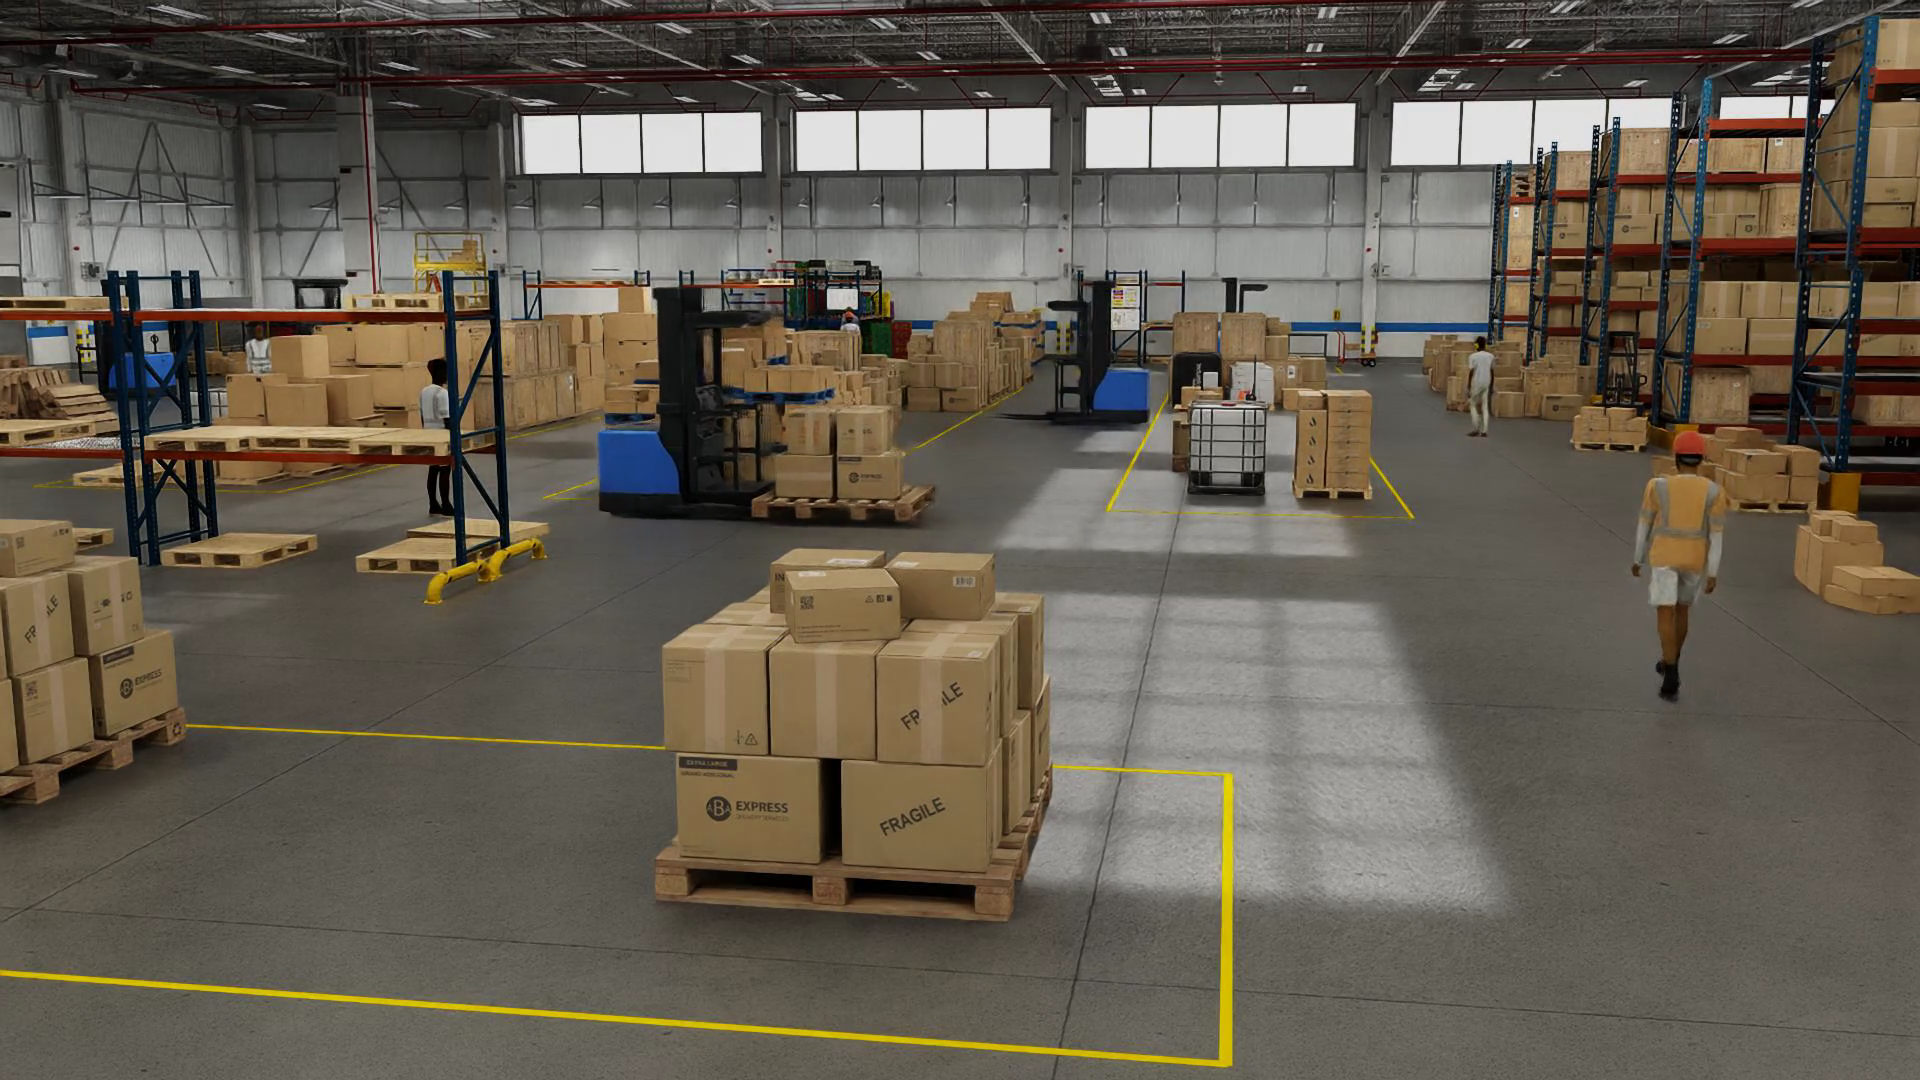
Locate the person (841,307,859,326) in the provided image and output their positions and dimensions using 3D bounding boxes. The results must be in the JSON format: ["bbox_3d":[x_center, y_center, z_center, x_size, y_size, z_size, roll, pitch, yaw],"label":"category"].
[{"bbox_3d":[-3.420,-6.265,51.492,0.621,1.932,0.381,-7,11,-36],"label":"person"}]

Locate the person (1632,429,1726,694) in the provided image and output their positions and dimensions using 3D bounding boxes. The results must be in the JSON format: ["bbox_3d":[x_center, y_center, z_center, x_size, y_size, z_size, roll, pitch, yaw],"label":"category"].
[{"bbox_3d":[5.210,0.155,12.025,0.551,1.903,0.968,2,9,12],"label":"person"}]

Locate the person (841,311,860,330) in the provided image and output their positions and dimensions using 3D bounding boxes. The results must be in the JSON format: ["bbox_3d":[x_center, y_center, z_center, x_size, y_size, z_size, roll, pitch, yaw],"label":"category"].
[{"bbox_3d":[-2.981,-5.225,45.081,0.557,1.928,0.405,-3,10,-19],"label":"person"}]

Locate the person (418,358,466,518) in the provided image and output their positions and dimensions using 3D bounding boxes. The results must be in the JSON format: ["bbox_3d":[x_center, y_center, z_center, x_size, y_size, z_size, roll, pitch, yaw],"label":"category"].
[{"bbox_3d":[-6.383,-1.248,20.419,0.602,1.967,0.366,8,12,42],"label":"person"}]

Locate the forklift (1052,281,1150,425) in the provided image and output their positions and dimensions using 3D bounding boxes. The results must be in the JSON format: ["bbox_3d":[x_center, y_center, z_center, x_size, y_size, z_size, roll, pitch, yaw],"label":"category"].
[{"bbox_3d":[2.811,-3.711,32.801,1.873,2.768,1.129,1,9,9],"label":"forklift"}]

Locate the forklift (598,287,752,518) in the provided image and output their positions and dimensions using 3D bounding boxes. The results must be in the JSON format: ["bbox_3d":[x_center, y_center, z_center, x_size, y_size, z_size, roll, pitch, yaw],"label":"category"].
[{"bbox_3d":[-3.465,-1.732,20.597,1.873,2.768,1.129,1,9,9],"label":"forklift"}]

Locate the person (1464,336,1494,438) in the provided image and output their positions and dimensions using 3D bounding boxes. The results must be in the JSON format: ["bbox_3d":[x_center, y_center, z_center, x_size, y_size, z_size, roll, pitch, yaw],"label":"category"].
[{"bbox_3d":[9.417,-2.778,30.202,0.588,1.869,0.409,-2,9,-13],"label":"person"}]

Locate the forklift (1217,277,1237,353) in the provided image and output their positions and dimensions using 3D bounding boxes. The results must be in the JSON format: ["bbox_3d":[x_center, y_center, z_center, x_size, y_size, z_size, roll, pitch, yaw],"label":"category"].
[{"bbox_3d":[7.846,-6.233,48.359,1.873,2.768,1.129,1,9,9],"label":"forklift"}]

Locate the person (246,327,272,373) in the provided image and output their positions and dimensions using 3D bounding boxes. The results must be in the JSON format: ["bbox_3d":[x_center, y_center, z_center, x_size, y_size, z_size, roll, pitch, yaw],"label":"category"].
[{"bbox_3d":[-15.034,-3.677,35.825,0.595,1.835,0.979,-3,10,-20],"label":"person"}]

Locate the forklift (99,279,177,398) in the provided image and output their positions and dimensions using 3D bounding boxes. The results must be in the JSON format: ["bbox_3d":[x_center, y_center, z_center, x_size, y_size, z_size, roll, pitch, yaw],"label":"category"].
[{"bbox_3d":[-19.606,-4.720,39.027,1.873,2.768,1.129,1,9,9],"label":"forklift"}]

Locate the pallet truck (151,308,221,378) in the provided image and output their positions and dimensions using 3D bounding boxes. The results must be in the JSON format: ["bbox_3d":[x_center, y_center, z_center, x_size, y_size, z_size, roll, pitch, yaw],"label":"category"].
[{"bbox_3d":[-21.869,-5.598,47.154,0.823,1.965,1.885,4,10,26],"label":"pallet truck"}]

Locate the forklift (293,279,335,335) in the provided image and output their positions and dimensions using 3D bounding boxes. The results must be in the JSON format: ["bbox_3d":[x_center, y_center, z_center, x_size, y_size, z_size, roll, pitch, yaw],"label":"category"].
[{"bbox_3d":[-16.288,-5.218,42.099,1.129,2.768,1.873,-7,12,-37],"label":"forklift"}]

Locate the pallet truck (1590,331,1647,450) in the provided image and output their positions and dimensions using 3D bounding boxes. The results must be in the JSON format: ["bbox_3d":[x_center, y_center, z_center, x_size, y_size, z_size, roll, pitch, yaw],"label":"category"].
[{"bbox_3d":[11.253,-2.573,28.499,0.823,1.965,1.885,5,10,27],"label":"pallet truck"}]

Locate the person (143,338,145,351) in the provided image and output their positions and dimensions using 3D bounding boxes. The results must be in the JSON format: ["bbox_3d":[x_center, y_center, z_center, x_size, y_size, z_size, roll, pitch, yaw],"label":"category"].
[{"bbox_3d":[-23.393,-5.395,47.137,0.525,1.591,0.856,-5,11,-29],"label":"person"}]
